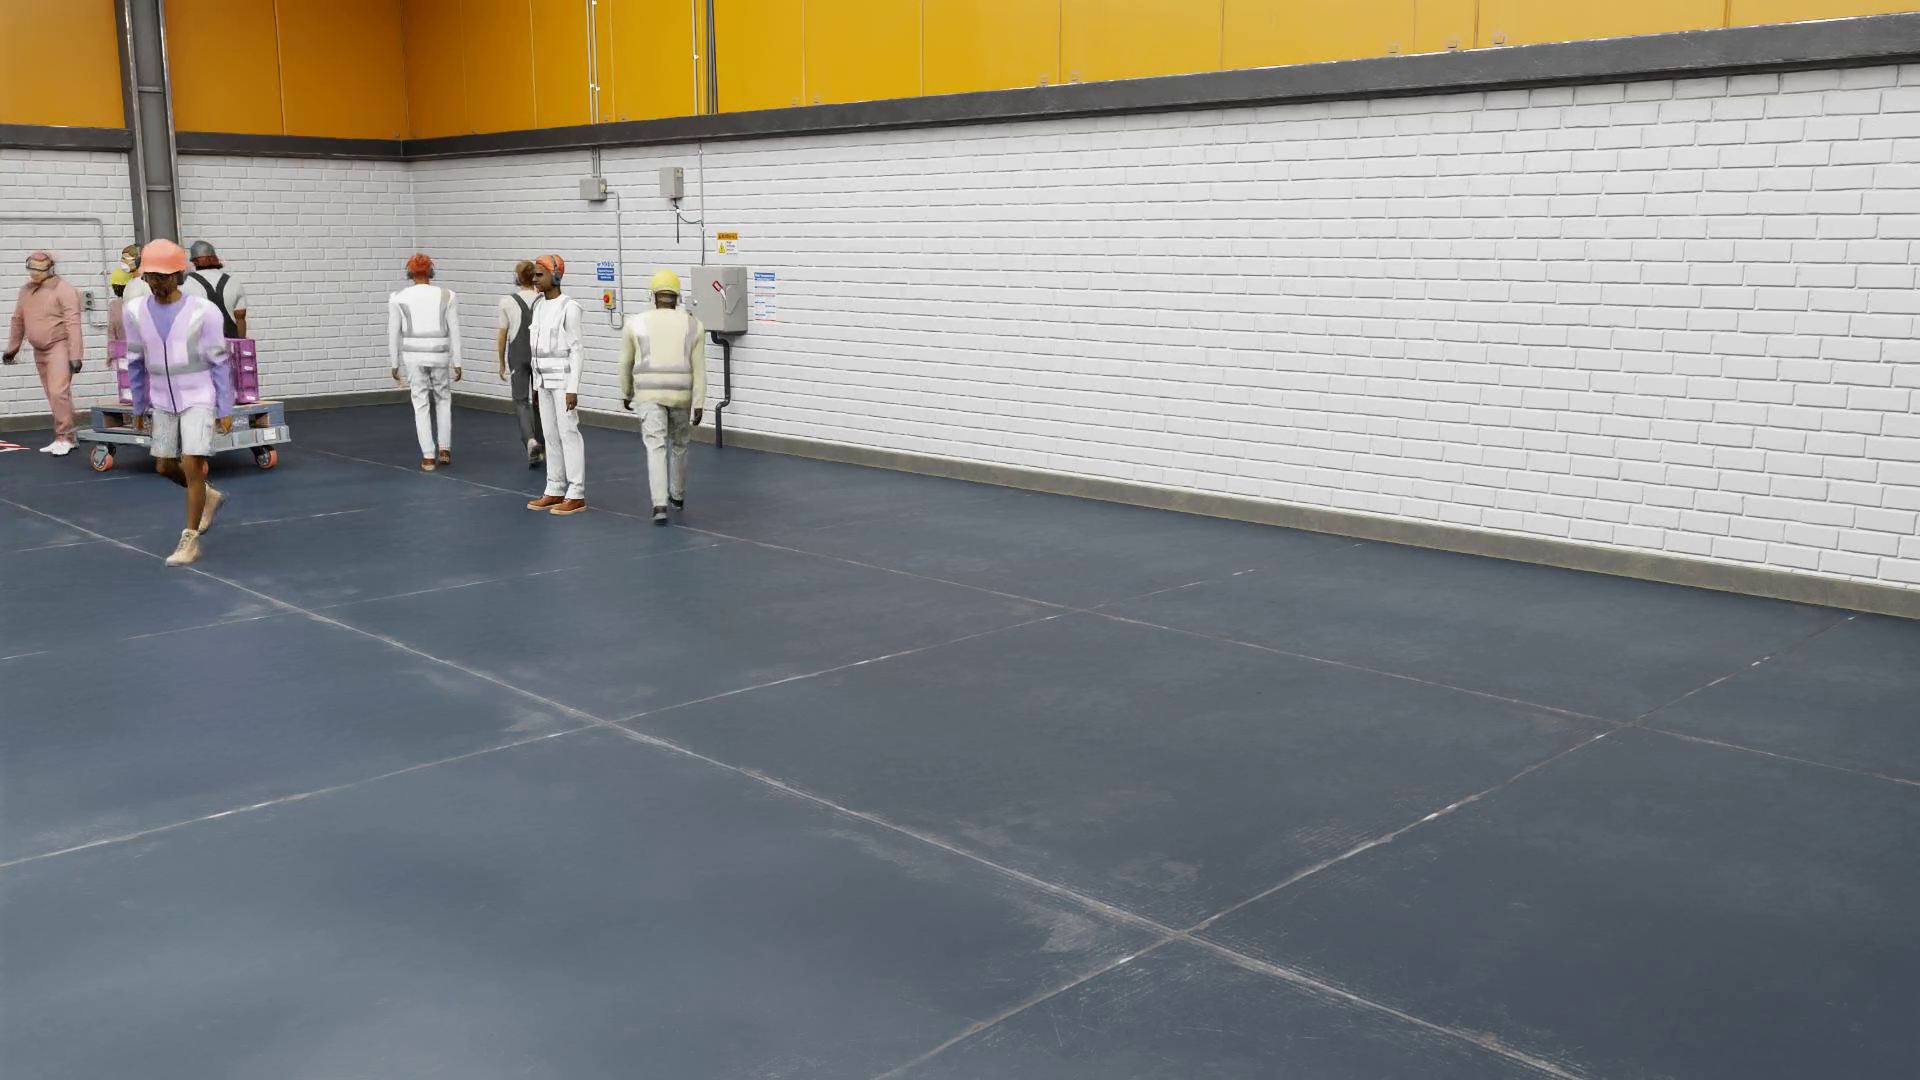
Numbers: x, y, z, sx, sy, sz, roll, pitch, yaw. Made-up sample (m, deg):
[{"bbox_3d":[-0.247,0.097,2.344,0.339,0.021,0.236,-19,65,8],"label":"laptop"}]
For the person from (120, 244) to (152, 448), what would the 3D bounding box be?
[{"bbox_3d":[-7.819,-1.858,15.956,0.369,1.939,0.631,-10,14,-44],"label":"person"}]

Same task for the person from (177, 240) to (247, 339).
[{"bbox_3d":[-7.425,-2.006,16.484,0.987,2.000,0.680,10,14,44],"label":"person"}]

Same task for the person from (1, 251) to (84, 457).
[{"bbox_3d":[-8.479,-1.720,15.376,0.869,1.882,0.579,5,12,25],"label":"person"}]

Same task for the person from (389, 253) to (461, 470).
[{"bbox_3d":[-4.663,-1.558,14.504,0.589,1.868,0.595,-4,11,-21],"label":"person"}]

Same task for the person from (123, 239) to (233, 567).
[{"bbox_3d":[-4.817,-0.871,10.387,0.633,2.009,0.830,0,10,2],"label":"person"}]

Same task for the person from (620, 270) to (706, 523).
[{"bbox_3d":[-2.114,-1.033,11.912,0.584,1.786,0.958,-3,11,-17],"label":"person"}]

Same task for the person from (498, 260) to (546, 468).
[{"bbox_3d":[-3.768,-1.539,14.574,0.518,1.820,0.817,-4,11,-21],"label":"person"}]

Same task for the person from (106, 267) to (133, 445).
[{"bbox_3d":[-8.046,-1.824,16.344,0.529,1.730,0.808,6,12,29],"label":"person"}]

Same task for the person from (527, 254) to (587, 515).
[{"bbox_3d":[-2.950,-1.128,12.129,0.353,1.883,0.578,-10,14,-44],"label":"person"}]
